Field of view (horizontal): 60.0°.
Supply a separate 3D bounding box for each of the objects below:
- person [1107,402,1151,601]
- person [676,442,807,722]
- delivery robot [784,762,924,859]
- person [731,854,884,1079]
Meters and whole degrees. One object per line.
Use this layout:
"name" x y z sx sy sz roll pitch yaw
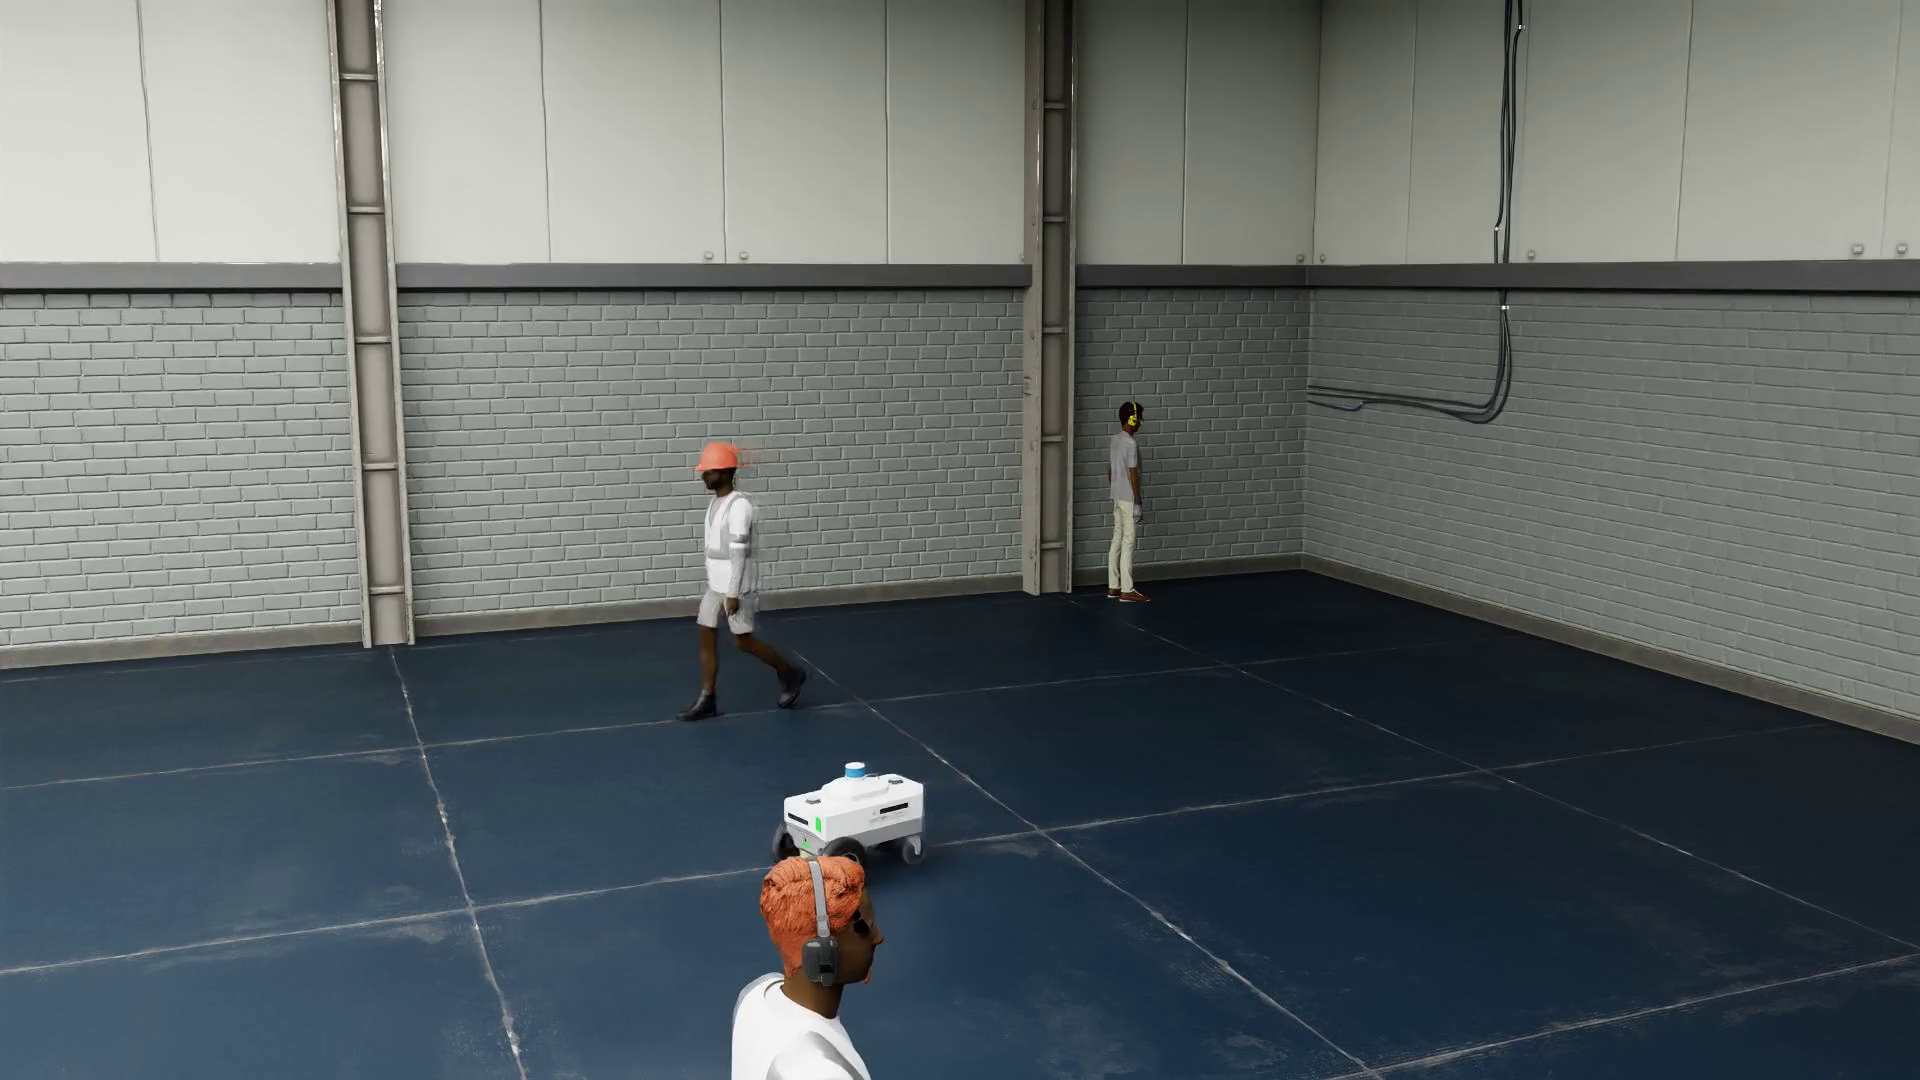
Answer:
"person" 1.566 -0.359 15.528 0.328 1.865 0.519 -4 10 -21
"person" -1.516 0.276 11.395 0.852 1.915 0.541 -6 11 -34
"delivery robot" -0.530 1.374 8.444 0.707 0.478 0.477 -8 12 -39
"person" -0.290 1.559 3.423 0.355 1.883 0.574 -4 10 -21
